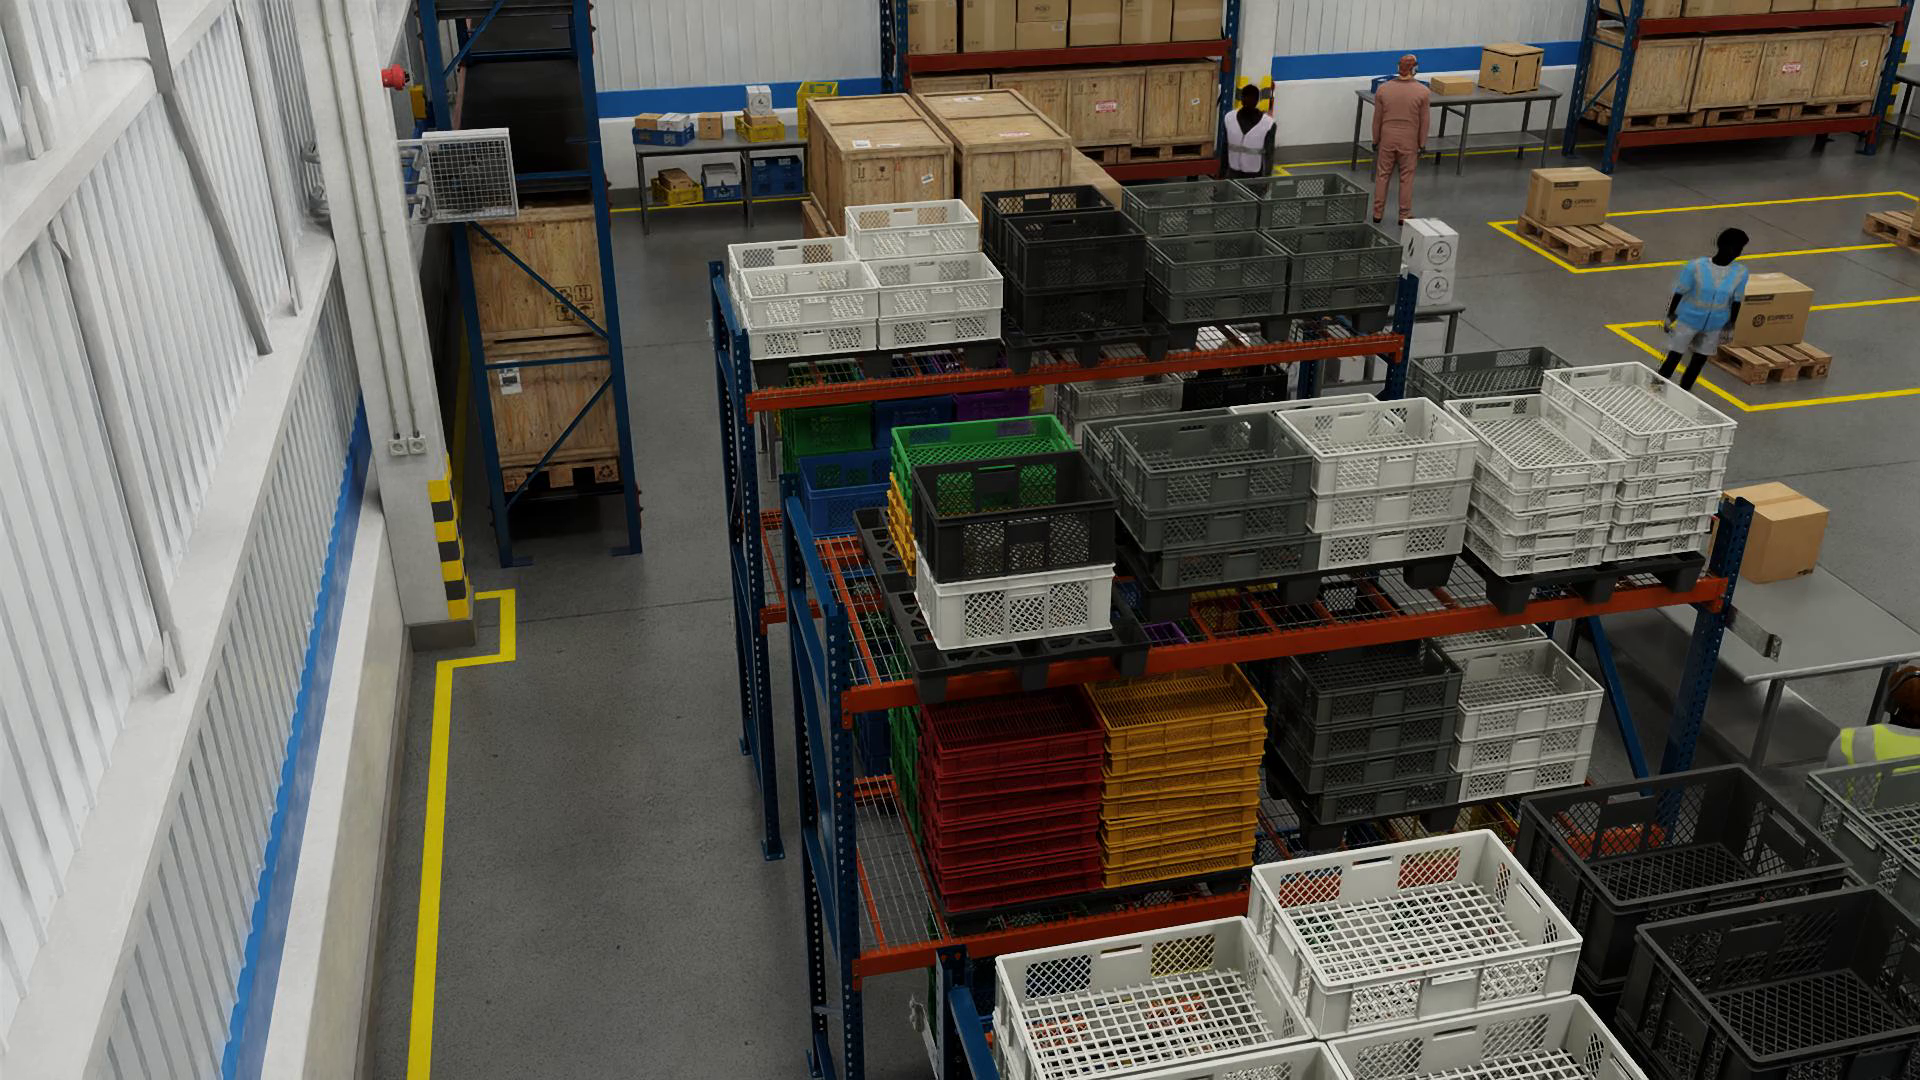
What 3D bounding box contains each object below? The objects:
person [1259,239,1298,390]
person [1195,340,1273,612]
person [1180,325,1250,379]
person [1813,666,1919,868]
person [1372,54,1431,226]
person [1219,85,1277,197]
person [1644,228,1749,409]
[{"bbox_3d":[2.525,-1.474,13.112,0.328,1.872,0.514,11,30,20],"label":"person"},{"bbox_3d":[1.747,-0.431,11.061,0.635,1.936,0.355,12,30,21],"label":"person"},{"bbox_3d":[1.843,-0.980,12.170,0.581,1.878,0.343,24,36,37],"label":"person"},{"bbox_3d":[4.216,1.403,7.696,0.631,1.836,0.429,5,28,9],"label":"person"},{"bbox_3d":[4.999,-4.544,18.905,0.639,1.902,0.406,12,30,22],"label":"person"},{"bbox_3d":[3.012,-3.892,17.700,0.639,1.863,0.987,14,31,24],"label":"person"},{"bbox_3d":[6.228,-1.829,14.001,0.613,1.666,0.325,4,28,8],"label":"person"}]
